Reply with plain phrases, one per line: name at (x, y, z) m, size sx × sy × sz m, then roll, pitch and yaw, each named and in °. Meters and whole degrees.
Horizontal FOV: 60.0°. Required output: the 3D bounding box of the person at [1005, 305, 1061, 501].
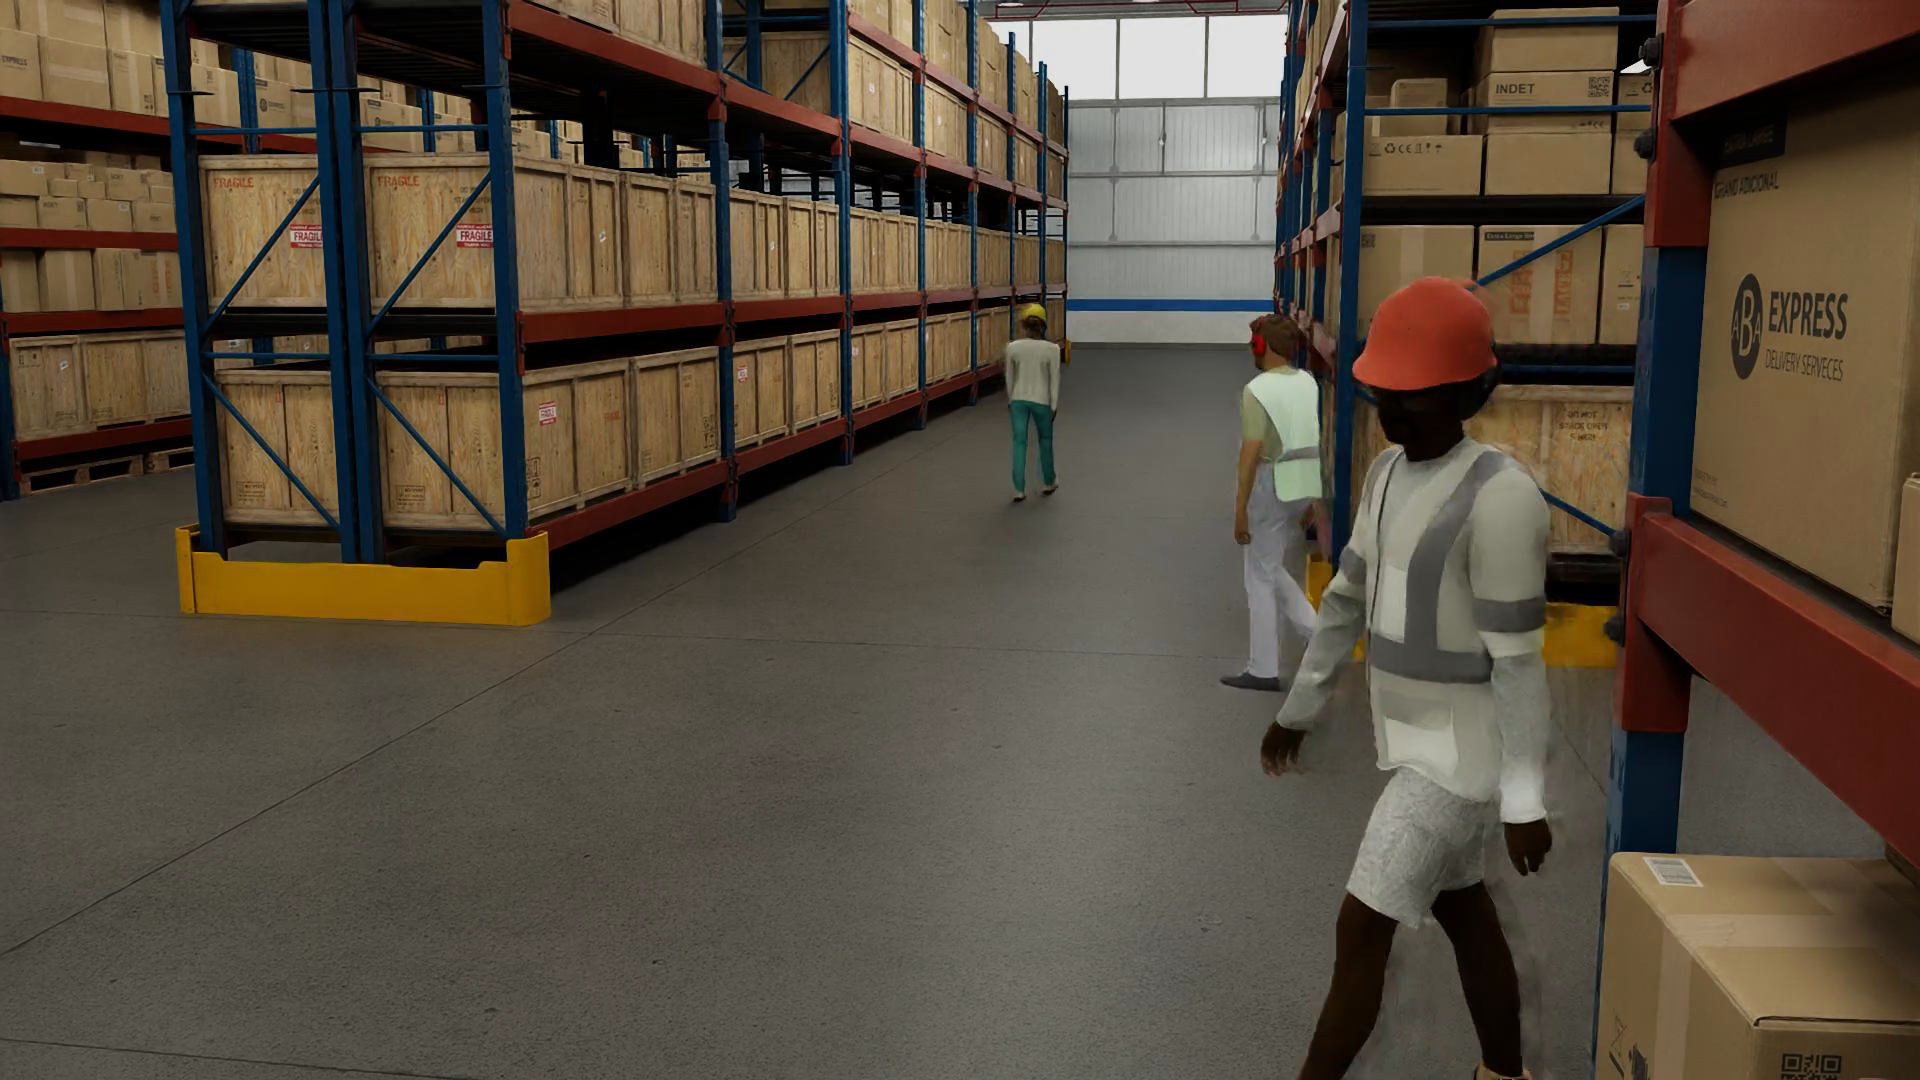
person at (0.663, -1.230, 14.894) m, size 0.535 × 1.725 × 0.880 m, roll 2°, pitch 9°, yaw 15°

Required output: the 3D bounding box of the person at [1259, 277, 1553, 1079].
person at (0.888, 0.446, 3.620) m, size 0.974 × 1.995 × 0.706 m, roll 0°, pitch 9°, yaw -3°

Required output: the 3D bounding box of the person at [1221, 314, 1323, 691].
person at (1.547, -0.176, 8.045) m, size 0.484 × 1.819 × 0.662 m, roll 8°, pitch 12°, yaw 41°
